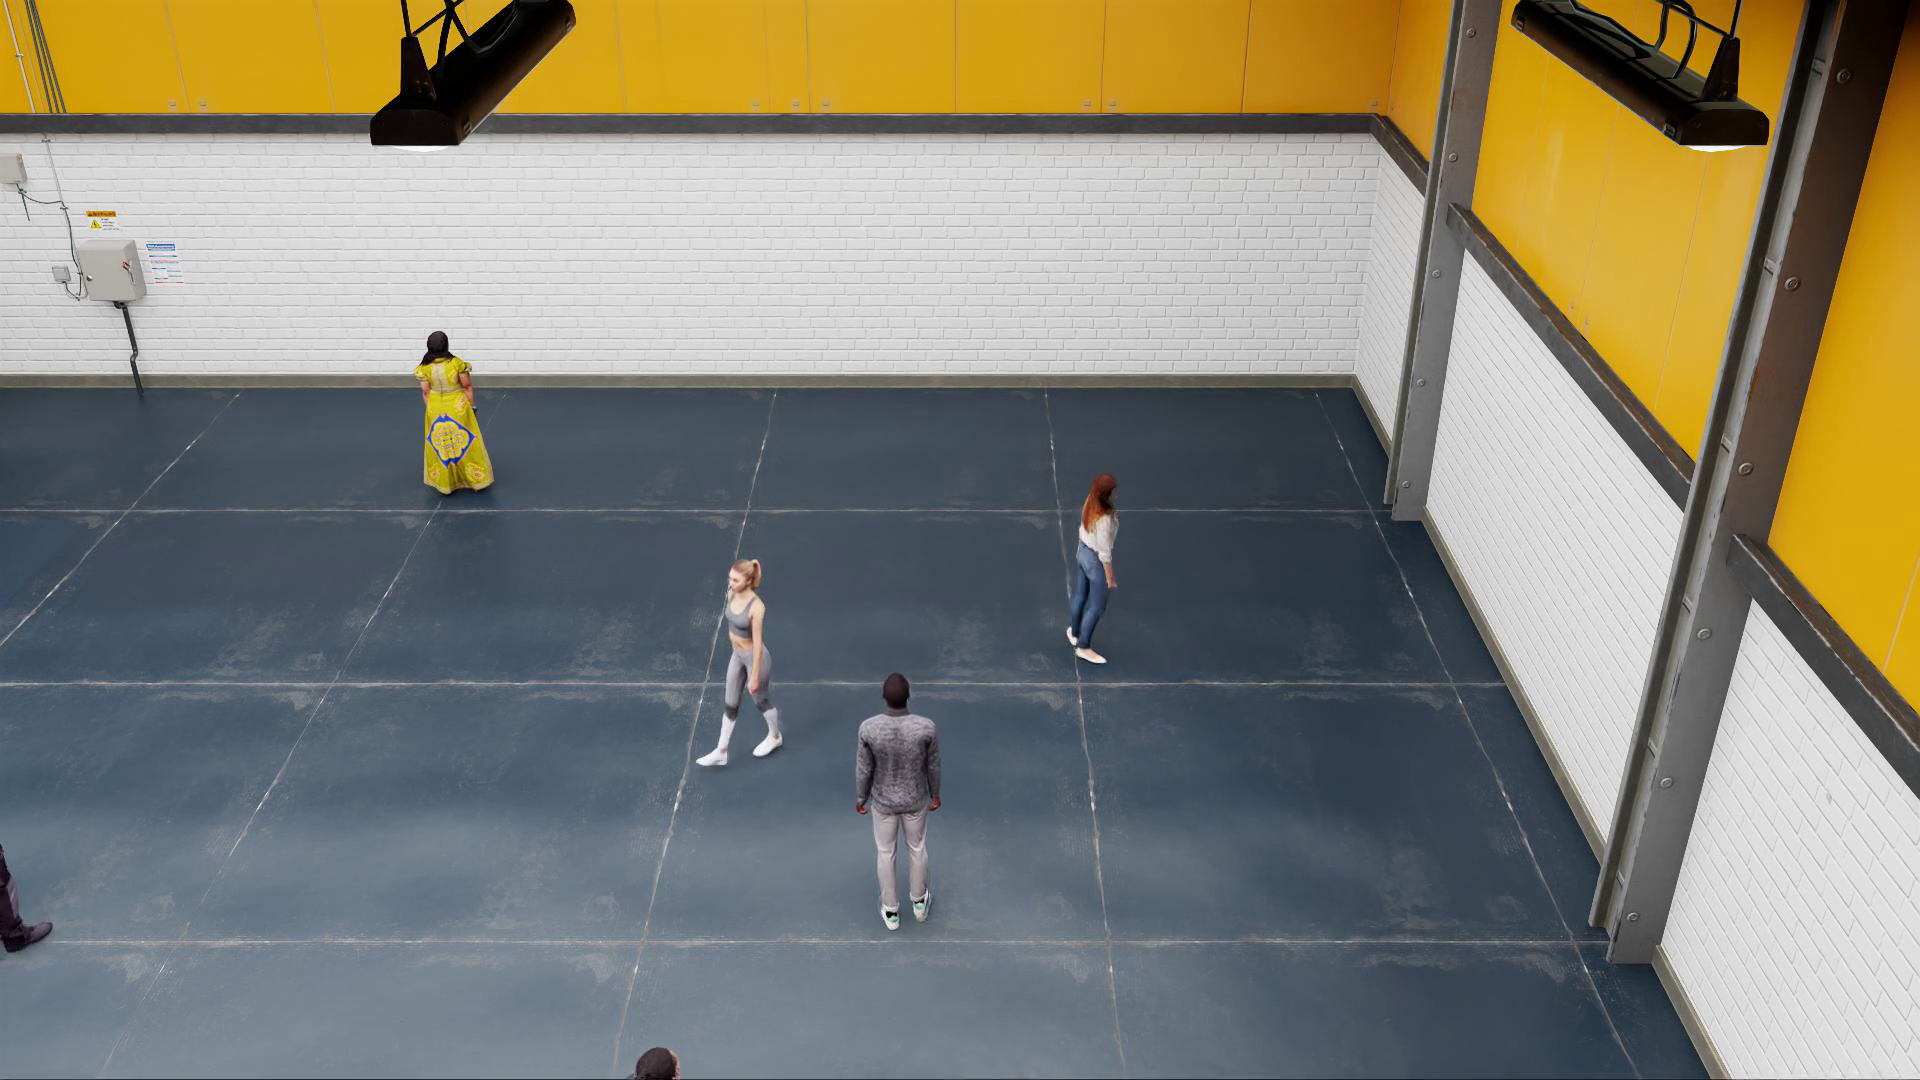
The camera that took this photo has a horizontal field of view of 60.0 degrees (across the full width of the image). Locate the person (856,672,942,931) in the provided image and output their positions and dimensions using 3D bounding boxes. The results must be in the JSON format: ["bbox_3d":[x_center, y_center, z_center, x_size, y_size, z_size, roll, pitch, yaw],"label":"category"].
[{"bbox_3d":[-0.389,1.637,10.527,0.733,1.855,0.699,-3,29,-6],"label":"person"}]

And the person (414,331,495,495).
[{"bbox_3d":[-4.902,-1.228,15.983,0.900,1.660,0.832,-5,29,-9],"label":"person"}]

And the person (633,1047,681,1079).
[{"bbox_3d":[-1.397,3.097,8.014,0.692,1.699,0.734,20,34,32],"label":"person"}]

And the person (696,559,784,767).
[{"bbox_3d":[-1.471,0.870,12.118,1.014,1.679,0.960,-24,37,-37],"label":"person"}]

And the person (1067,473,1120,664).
[{"bbox_3d":[1.032,0.159,13.399,0.855,1.699,0.577,-13,31,-23],"label":"person"}]
